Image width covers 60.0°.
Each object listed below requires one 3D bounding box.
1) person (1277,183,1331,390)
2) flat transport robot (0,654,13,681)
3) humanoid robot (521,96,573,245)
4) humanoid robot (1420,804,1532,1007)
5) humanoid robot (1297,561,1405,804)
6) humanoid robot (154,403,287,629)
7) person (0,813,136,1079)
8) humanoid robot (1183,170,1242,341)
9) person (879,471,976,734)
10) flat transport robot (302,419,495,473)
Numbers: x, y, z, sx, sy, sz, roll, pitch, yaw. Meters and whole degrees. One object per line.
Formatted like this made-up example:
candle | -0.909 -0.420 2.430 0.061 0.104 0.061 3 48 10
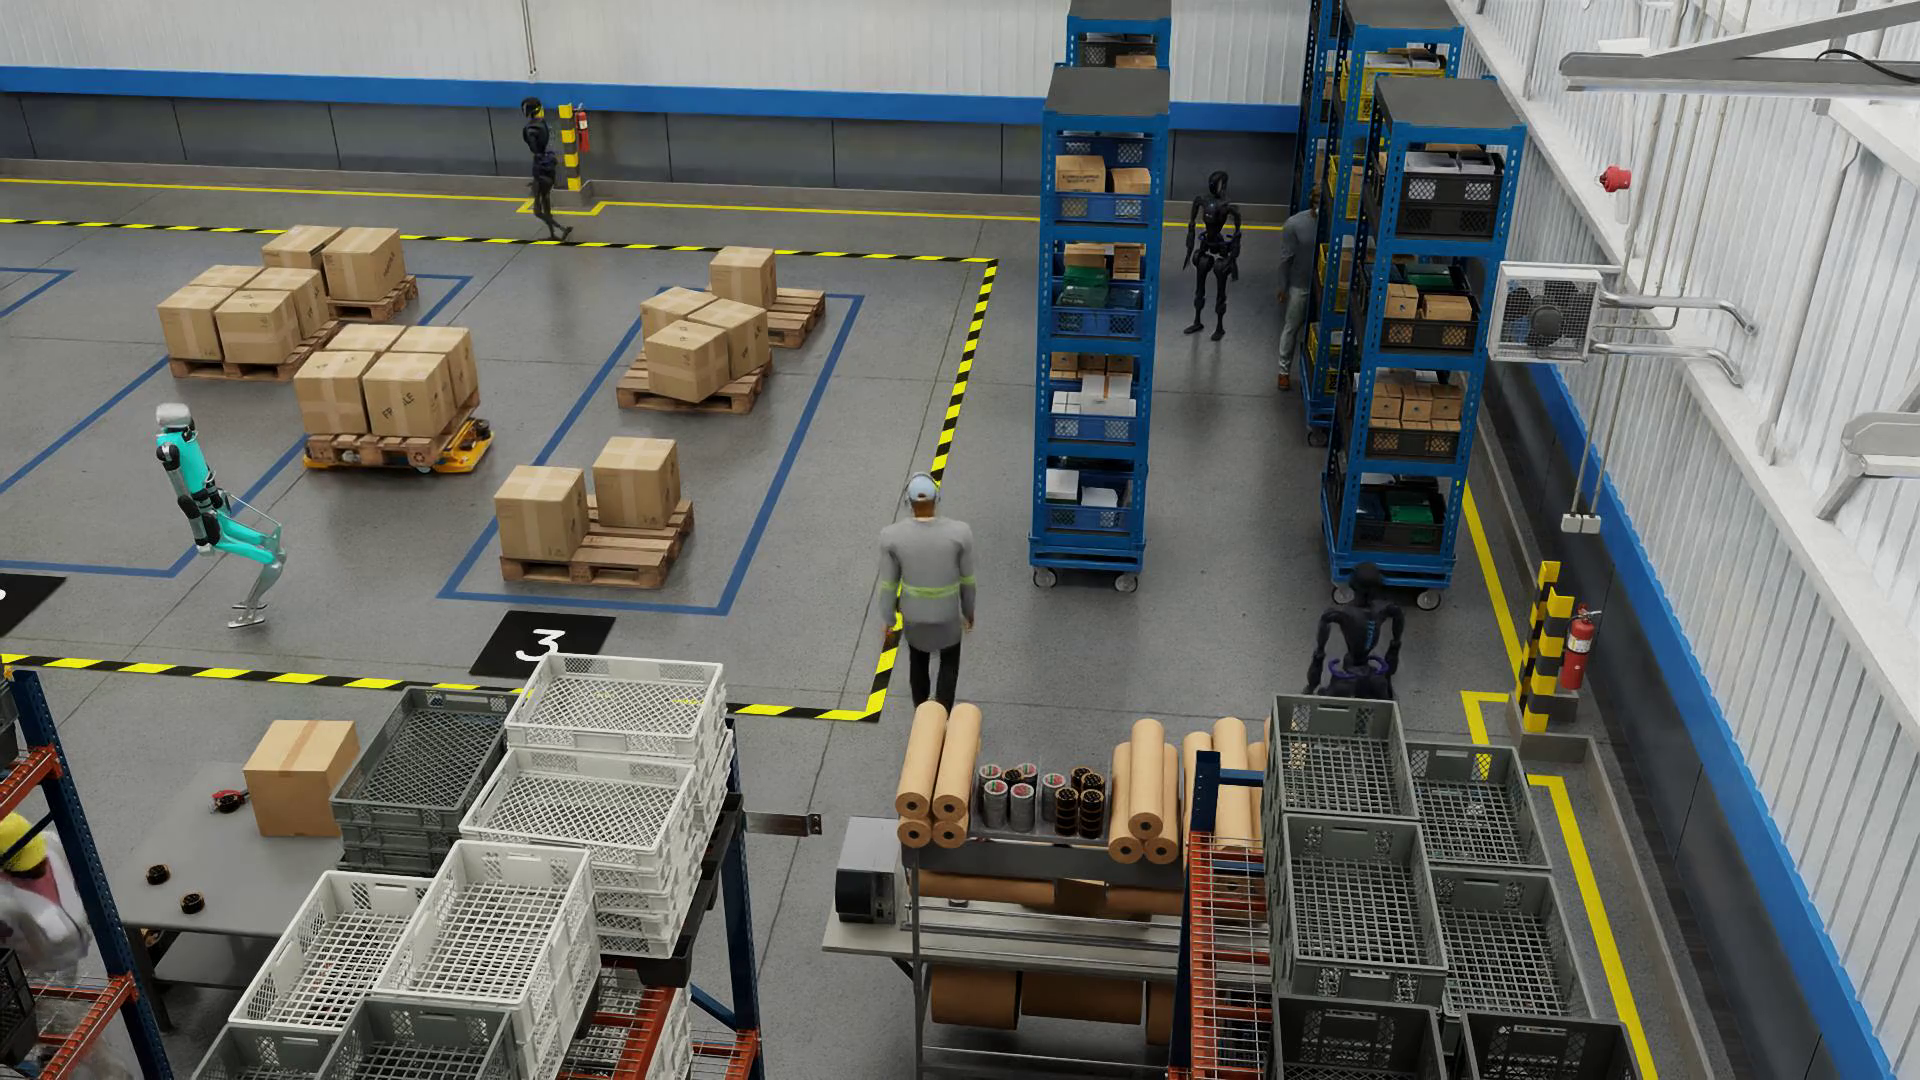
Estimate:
person | 3.155 -2.275 14.922 0.634 1.937 0.351 -2 30 -3
flat transport robot | -7.142 0.969 11.010 1.431 0.231 0.659 3 30 6
humanoid robot | -4.523 -4.044 18.215 0.441 1.642 0.602 -2 30 -3
humanoid robot | 2.173 2.075 7.674 0.559 1.767 0.971 18 35 28
humanoid robot | 2.300 0.853 9.829 0.585 1.670 0.385 -7 31 -11
humanoid robot | -4.967 -0.179 11.388 0.735 1.677 0.533 -5 31 -8
person | -4.249 1.942 7.835 0.768 1.801 0.628 2 30 3
humanoid robot | 2.437 -2.735 15.956 0.599 1.657 0.315 21 36 31
person | -0.199 0.434 10.381 0.600 1.821 0.612 2 30 4
flat transport robot | -4.742 -0.827 14.065 1.431 0.197 0.652 2 30 4
